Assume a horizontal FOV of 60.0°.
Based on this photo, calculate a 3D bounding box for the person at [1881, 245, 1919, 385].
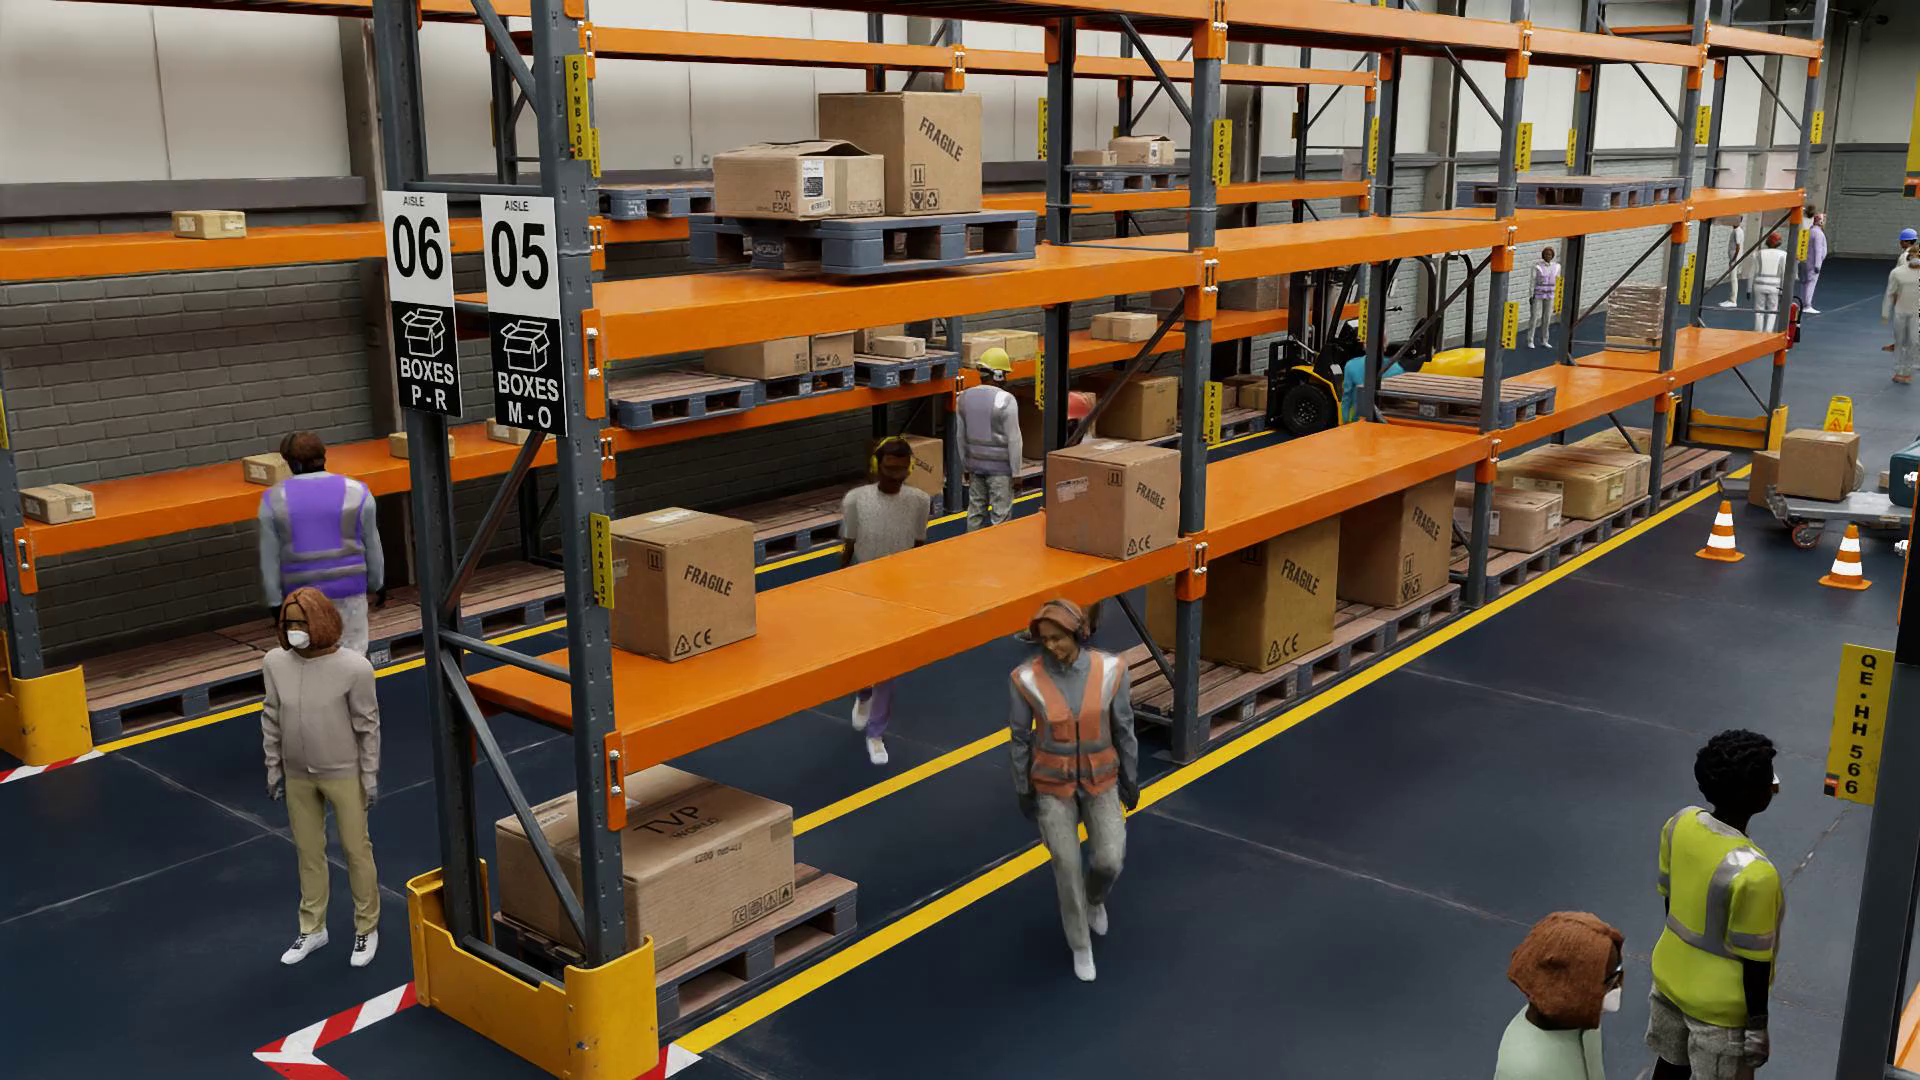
[{"bbox_3d":[13.076,-3.094,22.935,0.672,1.906,0.833,11,17,37],"label":"person"}]

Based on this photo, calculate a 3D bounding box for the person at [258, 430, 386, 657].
[{"bbox_3d":[-3.555,0.288,9.349,0.646,1.824,0.439,-4,14,-18],"label":"person"}]

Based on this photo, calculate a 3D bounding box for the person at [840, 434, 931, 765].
[{"bbox_3d":[-0.443,0.296,9.266,0.559,1.843,0.534,-2,14,-9],"label":"person"}]

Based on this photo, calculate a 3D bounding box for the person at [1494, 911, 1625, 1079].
[{"bbox_3d":[1.431,1.668,4.131,0.288,1.627,0.502,11,18,38],"label":"person"}]

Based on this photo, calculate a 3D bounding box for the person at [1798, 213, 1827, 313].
[{"bbox_3d":[16.472,-5.333,32.084,0.401,1.900,0.643,2,14,8],"label":"person"}]

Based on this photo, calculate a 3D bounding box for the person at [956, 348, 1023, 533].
[{"bbox_3d":[0.254,-0.566,12.825,0.587,1.822,0.403,11,18,38],"label":"person"}]

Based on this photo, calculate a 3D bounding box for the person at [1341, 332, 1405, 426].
[{"bbox_3d":[3.826,-1.140,15.368,0.556,1.720,0.736,9,16,32],"label":"person"}]

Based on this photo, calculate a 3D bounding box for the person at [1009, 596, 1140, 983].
[{"bbox_3d":[0.464,1.000,6.848,0.540,1.618,0.417,-1,14,-5],"label":"person"}]

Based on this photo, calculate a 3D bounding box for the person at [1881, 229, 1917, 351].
[{"bbox_3d":[14.999,-3.960,26.407,0.607,1.939,0.419,-10,17,-36],"label":"person"}]

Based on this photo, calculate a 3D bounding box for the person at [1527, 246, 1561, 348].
[{"bbox_3d":[9.416,-3.909,26.819,0.514,1.636,0.315,-2,14,-8],"label":"person"}]

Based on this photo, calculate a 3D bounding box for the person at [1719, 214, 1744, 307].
[{"bbox_3d":[15.416,-5.588,33.171,0.335,1.873,0.521,6,15,23],"label":"person"}]

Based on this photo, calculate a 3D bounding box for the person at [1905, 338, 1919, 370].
[{"bbox_3d":[14.121,-3.278,24.284,0.523,1.607,0.714,-7,15,-26],"label":"person"}]

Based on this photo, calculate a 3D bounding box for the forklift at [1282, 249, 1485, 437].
[{"bbox_3d":[4.886,-2.214,18.767,2.313,2.155,1.214,11,18,38],"label":"forklift"}]

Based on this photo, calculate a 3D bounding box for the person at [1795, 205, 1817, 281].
[{"bbox_3d":[19.639,-6.875,38.611,0.498,1.789,0.937,1,14,4],"label":"person"}]

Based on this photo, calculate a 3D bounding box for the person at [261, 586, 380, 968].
[{"bbox_3d":[-2.644,0.983,6.905,0.497,1.634,0.279,2,14,7],"label":"person"}]

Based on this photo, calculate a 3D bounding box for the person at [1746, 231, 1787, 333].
[{"bbox_3d":[13.031,-4.044,26.877,0.590,1.865,0.524,6,15,24],"label":"person"}]

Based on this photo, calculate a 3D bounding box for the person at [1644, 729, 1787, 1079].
[{"bbox_3d":[2.312,1.392,5.106,0.318,1.699,0.535,-1,14,-6],"label":"person"}]

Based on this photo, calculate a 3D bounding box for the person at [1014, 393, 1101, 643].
[{"bbox_3d":[0.696,-0.121,11.202,0.590,1.720,0.791,11,18,38],"label":"person"}]
